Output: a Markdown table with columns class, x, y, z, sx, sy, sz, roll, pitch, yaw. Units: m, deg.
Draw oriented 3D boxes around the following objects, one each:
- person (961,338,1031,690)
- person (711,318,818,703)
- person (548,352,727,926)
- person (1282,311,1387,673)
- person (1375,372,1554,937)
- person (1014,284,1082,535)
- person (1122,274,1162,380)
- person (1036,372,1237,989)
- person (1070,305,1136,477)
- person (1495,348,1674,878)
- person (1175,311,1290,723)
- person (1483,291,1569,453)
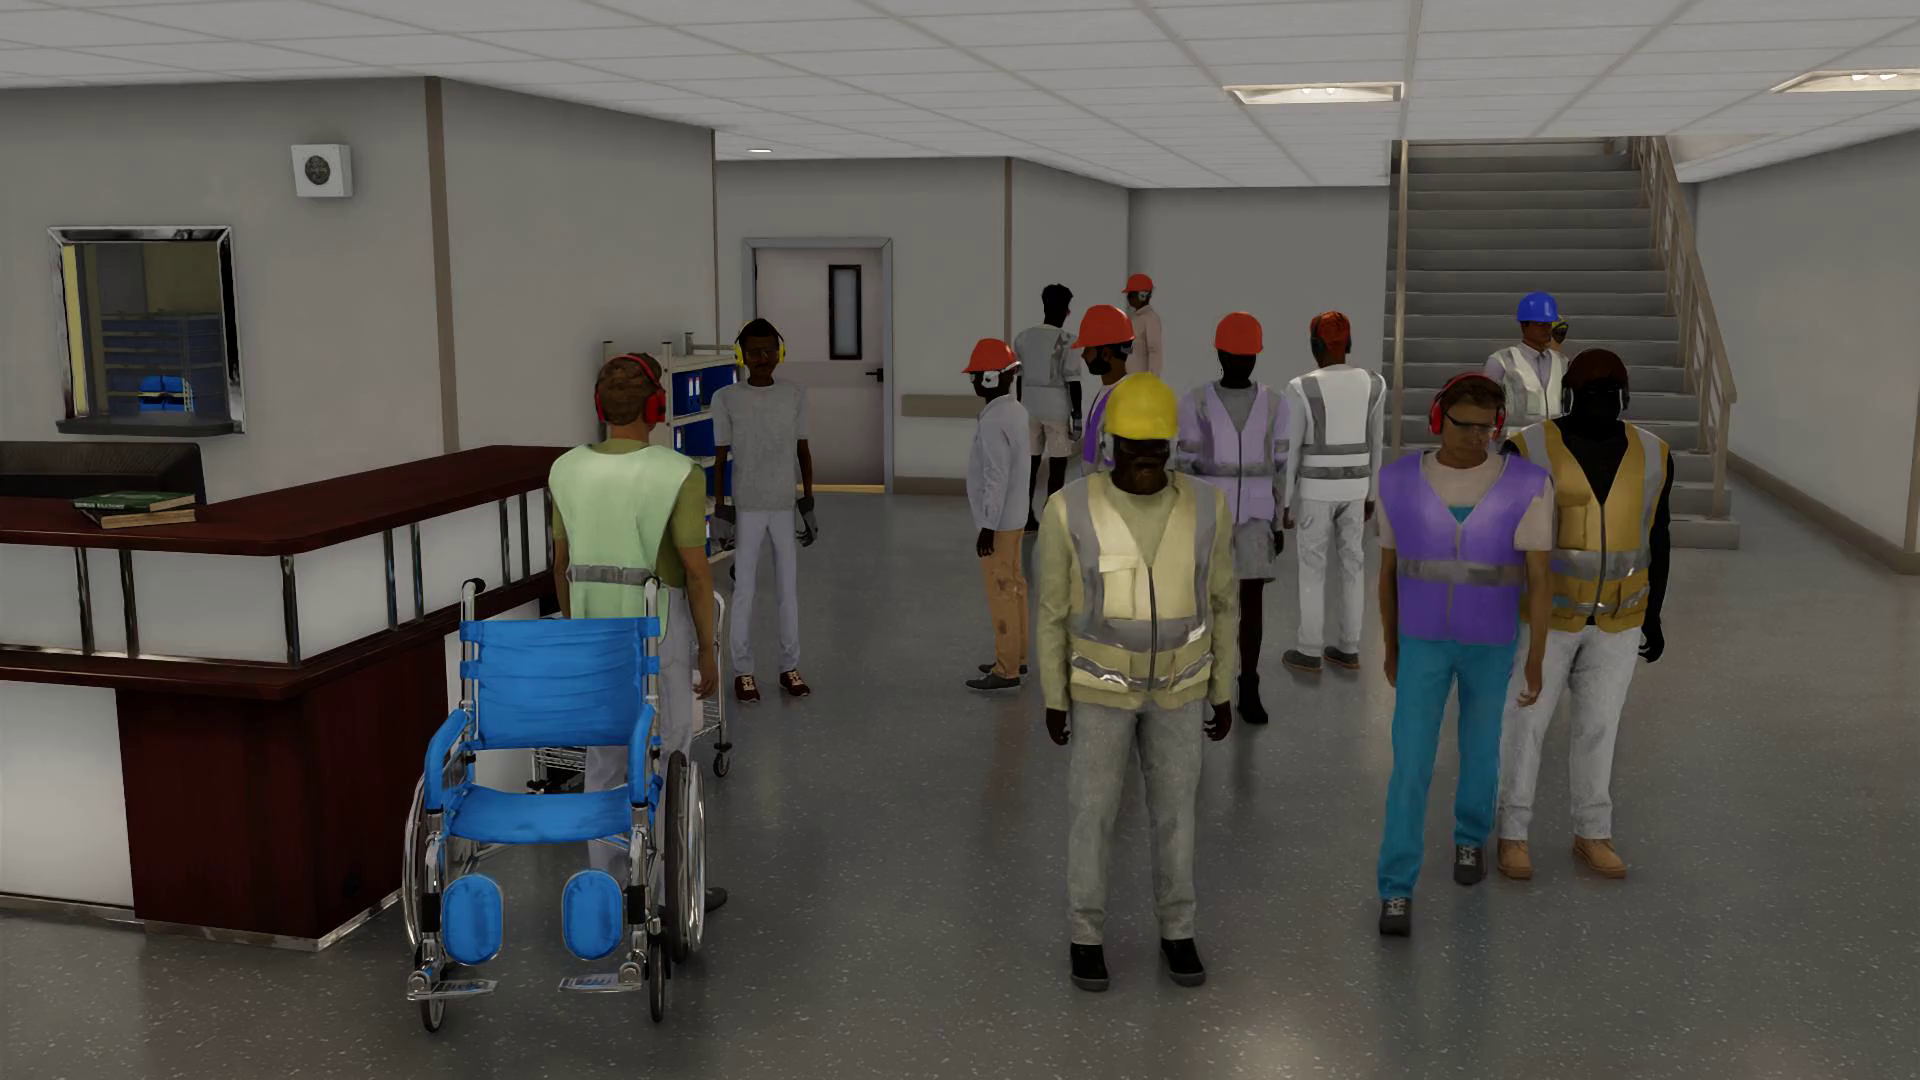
| class | x | y | z | sx | sy | sz | roll | pitch | yaw |
| --- | --- | --- | --- | --- | --- | --- | --- | --- | --- |
| person | 0.171 | -0.127 | 8.305 | 0.343 | 1.749 | 0.572 | 2 | 10 | 14 |
| person | -0.942 | -0.142 | 8.082 | 0.503 | 1.865 | 0.336 | -4 | 10 | -21 |
| person | -1.043 | 0.328 | 5.344 | 0.565 | 1.849 | 0.389 | 4 | 10 | 20 |
| person | 1.907 | -0.242 | 8.623 | 0.576 | 1.880 | 0.382 | -3 | 10 | -15 |
| person | 1.627 | 0.343 | 5.450 | 0.564 | 1.788 | 0.935 | 3 | 10 | 17 |
| person | 0.684 | -0.984 | 12.765 | 0.618 | 1.953 | 0.384 | 8 | 12 | 38 |
| person | 1.755 | -1.575 | 16.118 | 0.396 | 1.992 | 0.623 | -2 | 10 | -11 |
| person | 0.521 | 0.419 | 4.893 | 0.593 | 1.825 | 0.403 | -1 | 10 | -7 |
| person | 0.692 | -0.112 | 7.691 | 0.376 | 1.933 | 0.545 | -1 | 10 | -5 |
| person | 2.145 | 0.261 | 5.763 | 0.624 | 1.845 | 0.430 | 0 | 10 | 1 |
| person | 1.289 | -0.141 | 7.960 | 0.556 | 1.909 | 0.880 | 0 | 10 | -1 |
| person | 3.368 | -0.497 | 9.903 | 0.603 | 1.949 | 0.389 | -4 | 10 | -21 |
